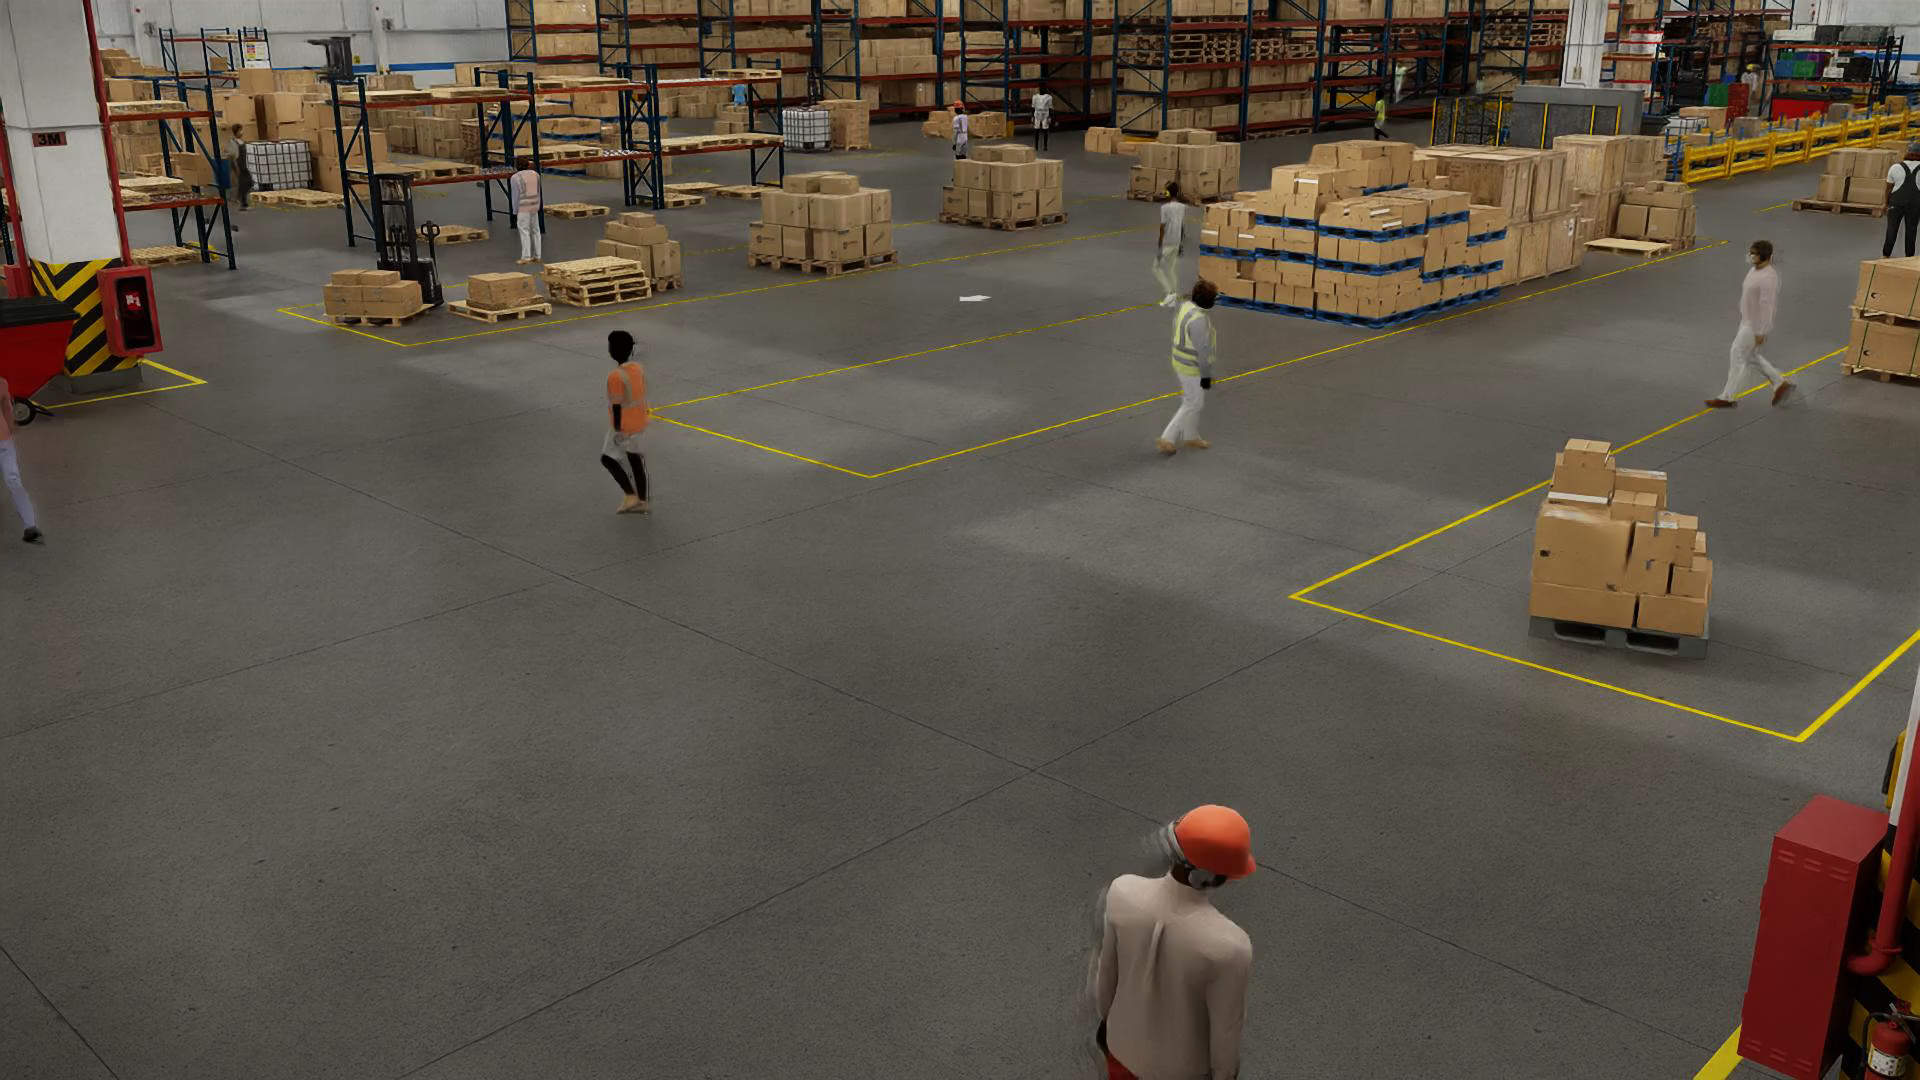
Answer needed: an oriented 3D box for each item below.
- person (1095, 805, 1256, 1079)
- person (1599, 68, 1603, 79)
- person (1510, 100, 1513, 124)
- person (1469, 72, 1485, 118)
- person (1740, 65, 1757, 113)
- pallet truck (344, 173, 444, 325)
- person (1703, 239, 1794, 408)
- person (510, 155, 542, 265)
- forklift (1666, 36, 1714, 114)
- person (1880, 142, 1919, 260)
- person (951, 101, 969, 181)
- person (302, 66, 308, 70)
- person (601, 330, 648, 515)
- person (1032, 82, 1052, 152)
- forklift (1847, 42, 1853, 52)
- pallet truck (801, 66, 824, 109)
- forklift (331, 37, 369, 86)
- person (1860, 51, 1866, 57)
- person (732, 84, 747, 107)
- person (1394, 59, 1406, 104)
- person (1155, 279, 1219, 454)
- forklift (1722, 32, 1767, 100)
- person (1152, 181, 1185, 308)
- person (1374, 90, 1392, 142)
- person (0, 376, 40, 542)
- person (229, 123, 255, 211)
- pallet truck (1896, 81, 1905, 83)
[{"bbox_3d":[0.698,1.808,5.848,0.647,1.923,1.027,14,23,36],"label":"person"},{"bbox_3d":[22.292,-15.529,58.111,0.637,1.900,0.396,16,24,39],"label":"person"},{"bbox_3d":[17.096,-13.005,50.893,0.889,1.648,0.542,-17,25,-41],"label":"person"},{"bbox_3d":[18.862,-16.248,60.716,0.527,1.615,0.511,13,22,34],"label":"person"},{"bbox_3d":[29.787,-17.067,62.920,0.607,1.788,0.915,15,23,37],"label":"person"},{"bbox_3d":[-8.209,-4.181,23.757,0.823,1.965,1.885,3,19,9],"label":"pallet truck"},{"bbox_3d":[8.895,-2.383,18.491,0.864,1.913,0.640,4,19,11],"label":"person"},{"bbox_3d":[-7.394,-5.610,28.309,0.429,1.844,0.625,11,21,29],"label":"person"},{"bbox_3d":[27.341,-17.291,61.877,1.129,2.768,1.873,17,25,41],"label":"forklift"},{"bbox_3d":[16.255,-5.811,28.602,0.683,2.000,0.536,9,20,25],"label":"person"},{"bbox_3d":[-0.015,-9.732,40.601,0.385,1.930,0.539,11,21,29],"label":"person"},{"bbox_3d":[-23.208,-15.842,59.041,0.696,1.893,0.637,8,20,24],"label":"person"},{"bbox_3d":[-2.966,-1.024,14.737,0.381,1.679,0.548,5,19,15],"label":"person"},{"bbox_3d":[2.352,-12.230,48.056,0.607,1.966,0.367,5,19,15],"label":"person"},{"bbox_3d":[43.361,-23.911,81.823,1.129,2.768,1.873,8,20,23],"label":"forklift"},{"bbox_3d":[-4.812,-15.182,56.903,0.823,1.965,1.885,-9,21,-26],"label":"pallet truck"},{"bbox_3d":[-22.774,-17.208,61.626,1.129,2.768,1.873,17,25,41],"label":"forklift"},{"bbox_3d":[38.742,-20.046,71.634,0.605,1.948,0.386,2,18,5],"label":"person"},{"bbox_3d":[-7.487,-14.889,56.485,0.540,1.698,0.317,-8,20,-22],"label":"person"},{"bbox_3d":[17.693,-18.430,66.986,0.793,1.813,0.581,-16,24,-39],"label":"person"},{"bbox_3d":[2.281,-1.726,16.667,0.564,1.811,0.667,0,18,1],"label":"person"},{"bbox_3d":[32.663,-19.596,68.821,1.129,2.768,1.873,-4,19,-12],"label":"forklift"},{"bbox_3d":[3.050,-4.322,24.405,0.564,1.851,0.400,-15,23,-37],"label":"person"},{"bbox_3d":[12.484,-12.445,49.169,0.642,1.677,0.536,9,20,24],"label":"person"},{"bbox_3d":[-8.223,-0.831,14.082,0.888,1.729,0.521,15,24,38],"label":"person"},{"bbox_3d":[-15.171,-7.863,35.119,0.399,1.826,0.535,0,18,-2],"label":"person"},{"bbox_3d":[34.802,-16.331,61.455,0.653,1.274,1.630,17,25,41],"label":"pallet truck"}]
